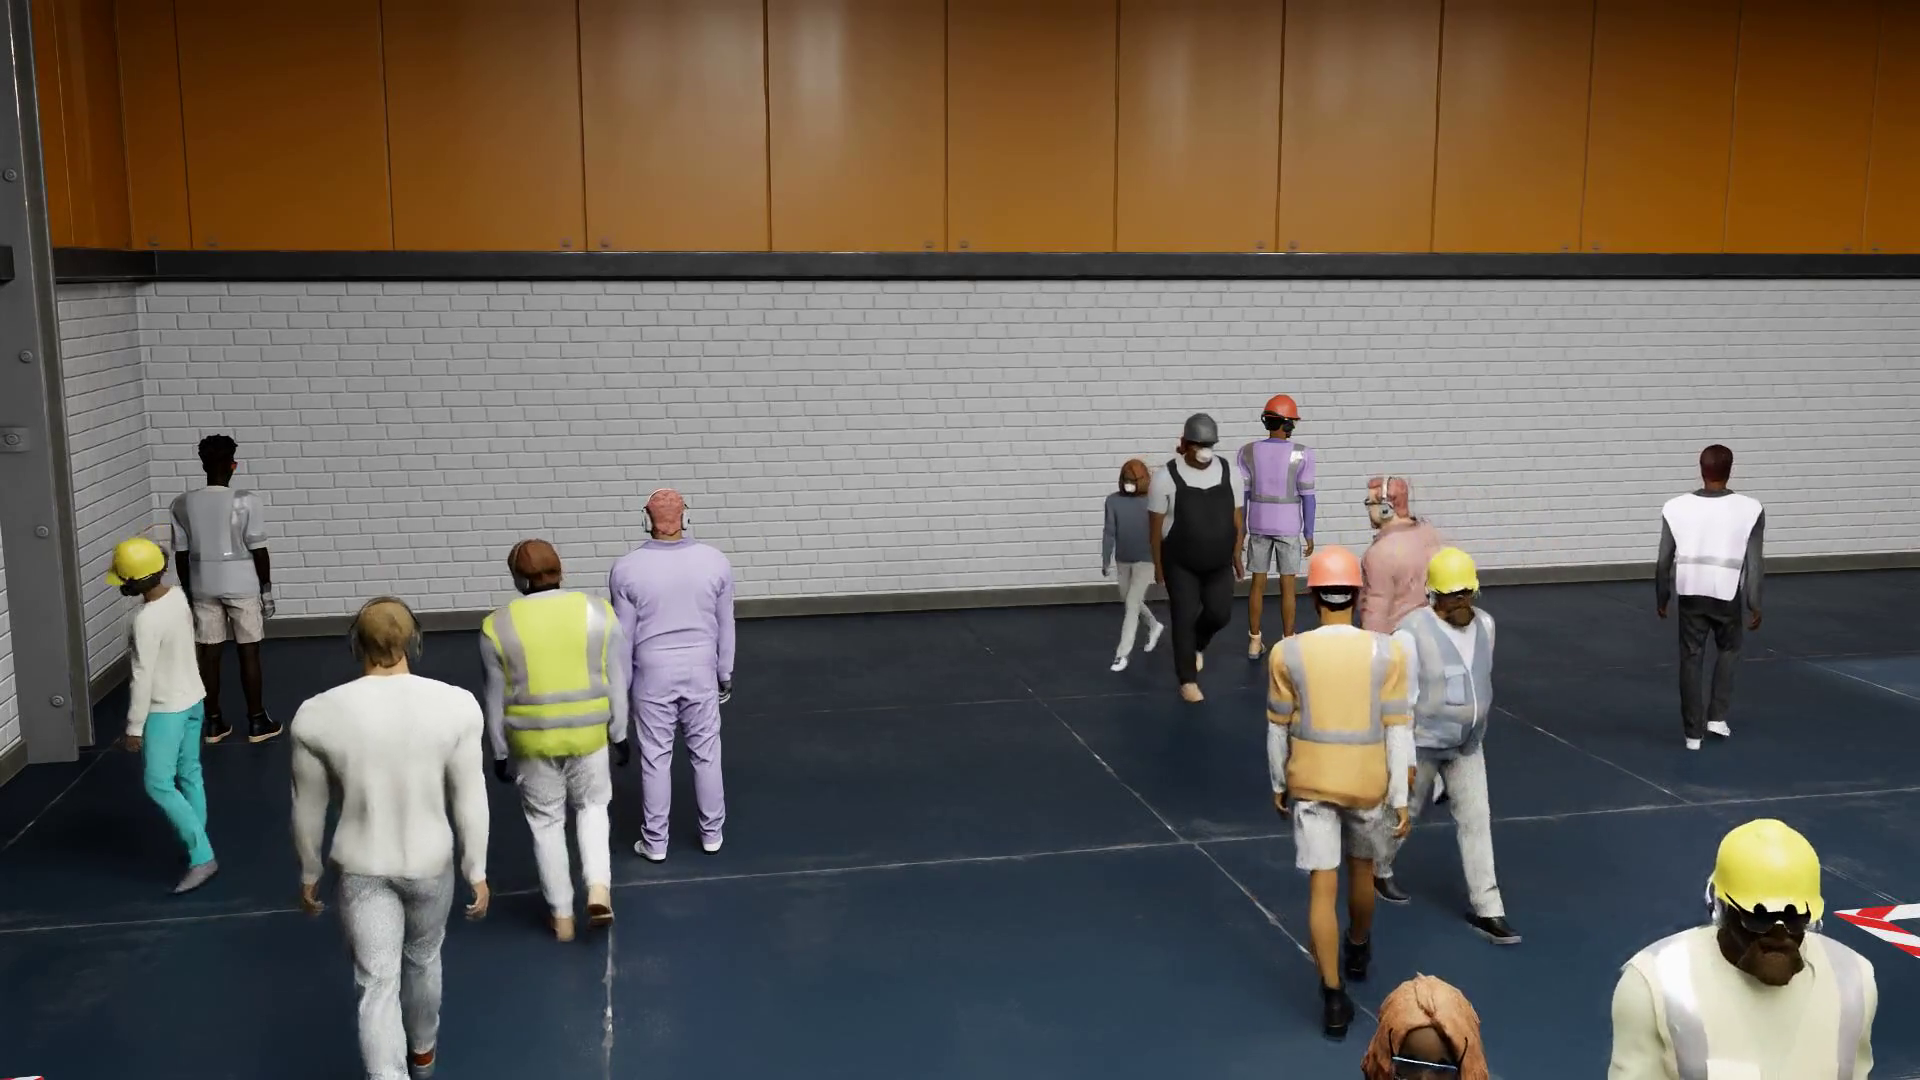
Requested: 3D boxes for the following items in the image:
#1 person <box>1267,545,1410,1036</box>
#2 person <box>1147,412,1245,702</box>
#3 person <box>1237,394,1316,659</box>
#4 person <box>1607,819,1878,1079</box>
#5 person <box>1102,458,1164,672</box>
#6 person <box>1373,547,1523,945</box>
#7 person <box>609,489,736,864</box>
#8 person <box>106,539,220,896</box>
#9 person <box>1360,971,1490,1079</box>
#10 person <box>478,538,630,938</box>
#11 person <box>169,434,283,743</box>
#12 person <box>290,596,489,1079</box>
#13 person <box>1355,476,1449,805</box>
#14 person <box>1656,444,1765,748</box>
[{"bbox_3d":[1.530,0.960,6.772,0.563,1.889,0.943,2,9,11],"label":"person"},{"bbox_3d":[1.653,0.079,11.696,0.687,2.000,0.720,-2,9,-9],"label":"person"},{"bbox_3d":[2.419,-0.092,12.739,0.615,2.039,0.386,4,10,25],"label":"person"},{"bbox_3d":[1.762,1.507,3.718,0.620,1.795,0.841,1,9,4],"label":"person"},{"bbox_3d":[1.360,0.152,12.604,0.519,1.599,0.768,6,11,31],"label":"person"},{"bbox_3d":[2.177,0.891,7.584,0.621,1.774,0.936,-5,10,-26],"label":"person"},{"bbox_3d":[-1.457,0.685,8.432,0.638,1.902,0.407,-4,10,-22],"label":"person"},{"bbox_3d":[-3.827,0.833,8.073,0.378,1.728,0.622,0,9,-3],"label":"person"},{"bbox_3d":[0.905,1.651,3.355,0.498,1.632,0.285,3,10,18],"label":"person"},{"bbox_3d":[-1.799,0.896,7.399,0.642,1.819,0.460,-3,10,-20],"label":"person"},{"bbox_3d":[-4.634,0.310,10.510,0.600,1.967,0.368,0,9,1],"label":"person"},{"bbox_3d":[-1.988,1.122,5.824,0.647,1.885,1.009,-3,10,-19],"label":"person"},{"bbox_3d":[2.412,0.583,9.098,0.589,1.881,0.656,9,13,44],"label":"person"},{"bbox_3d":[4.723,0.345,10.489,0.638,1.897,0.578,5,11,30],"label":"person"}]
